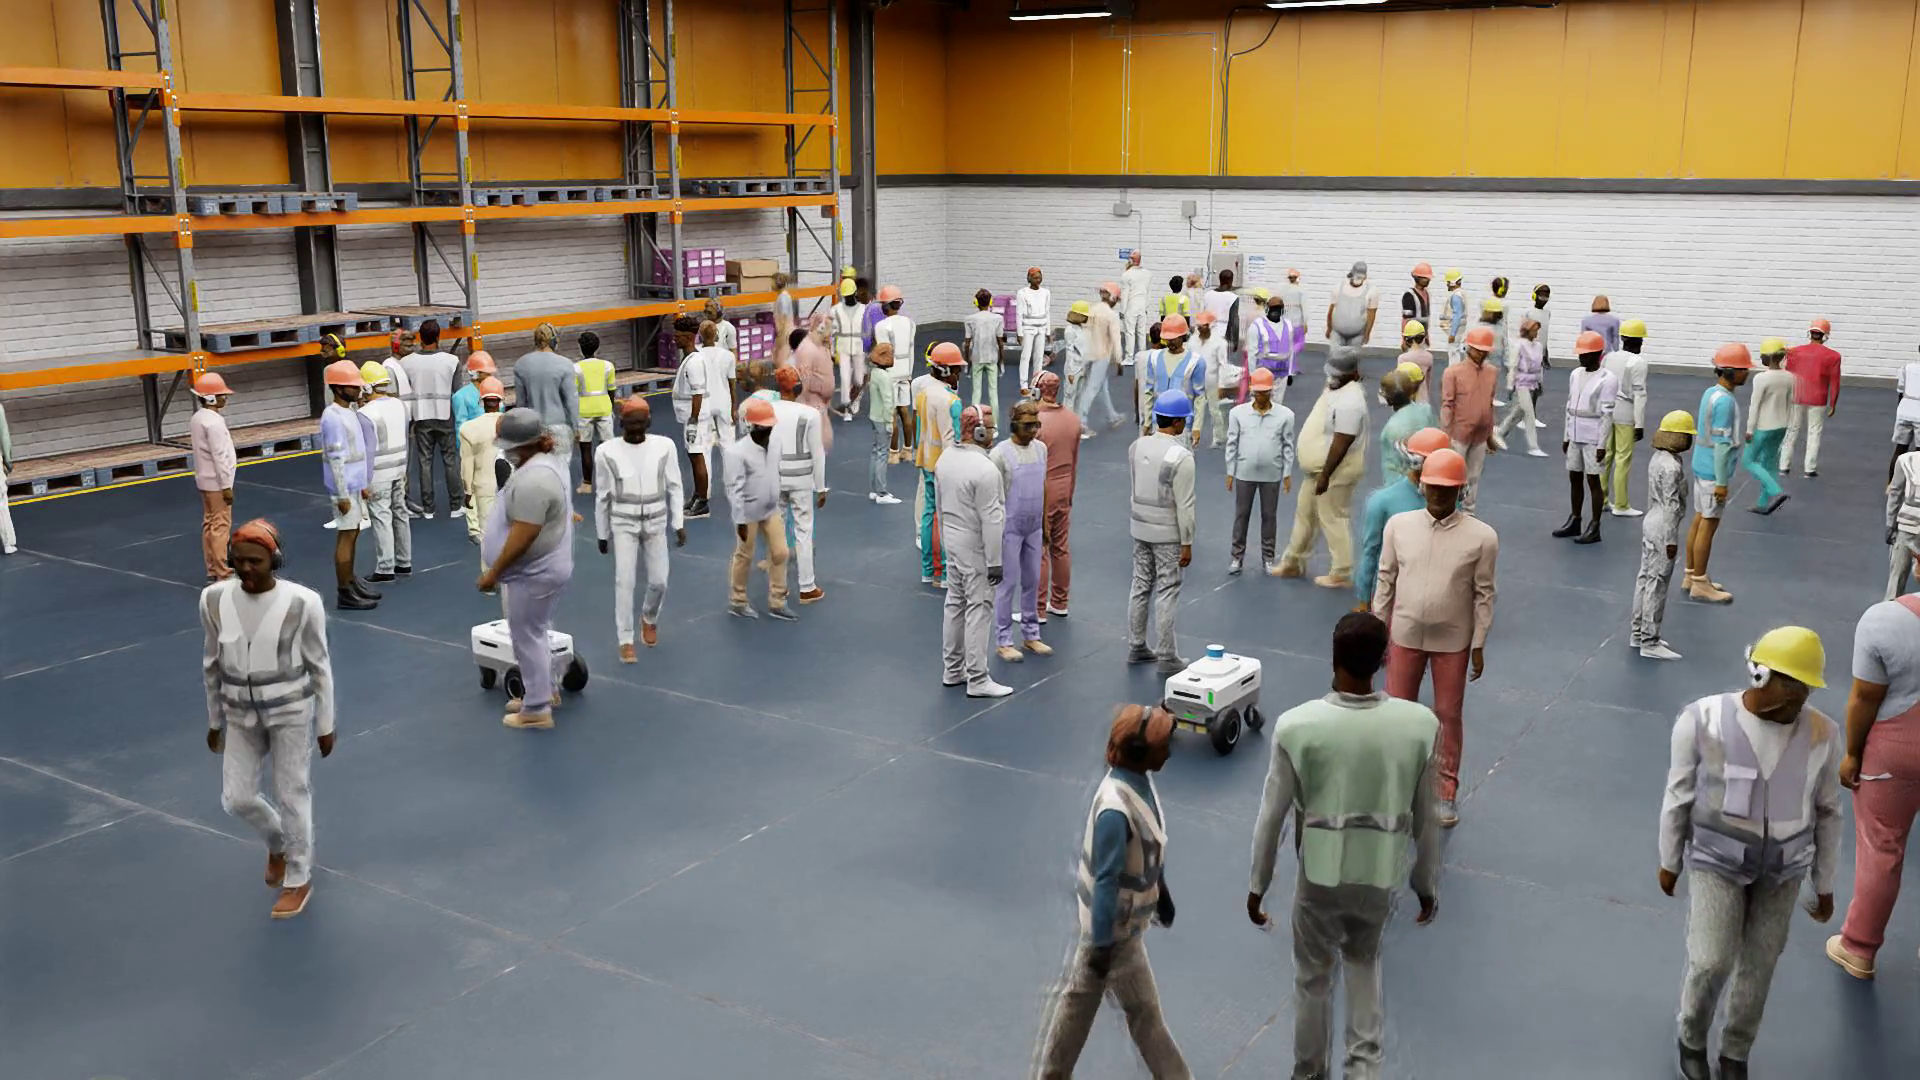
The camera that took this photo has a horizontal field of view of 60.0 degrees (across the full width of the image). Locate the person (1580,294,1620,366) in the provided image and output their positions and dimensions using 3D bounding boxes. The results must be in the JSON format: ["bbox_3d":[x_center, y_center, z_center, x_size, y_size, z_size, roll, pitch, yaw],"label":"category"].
[{"bbox_3d":[8.731,-2.548,22.755,0.522,1.618,0.504,6,14,25],"label":"person"}]

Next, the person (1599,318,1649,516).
[{"bbox_3d":[6.473,-1.197,16.247,0.384,1.928,0.589,-4,14,-18],"label":"person"}]

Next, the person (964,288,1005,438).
[{"bbox_3d":[0.303,-2.198,20.748,0.509,1.860,0.335,0,13,-2],"label":"person"}]

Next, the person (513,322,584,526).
[{"bbox_3d":[-3.875,-1.083,15.728,0.635,1.939,0.361,3,13,15],"label":"person"}]

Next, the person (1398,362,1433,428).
[{"bbox_3d":[3.823,-0.645,14.232,0.345,1.758,0.532,-4,13,-15],"label":"person"}]

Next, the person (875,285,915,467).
[{"bbox_3d":[-0.774,-1.856,18.854,0.391,2.040,0.615,10,16,36],"label":"person"}]

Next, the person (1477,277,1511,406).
[{"bbox_3d":[7.370,-2.738,23.158,0.648,1.828,0.596,-10,17,-38],"label":"person"}]

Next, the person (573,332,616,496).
[{"bbox_3d":[-3.806,-1.304,17.217,0.538,1.696,0.317,-9,16,-35],"label":"person"}]

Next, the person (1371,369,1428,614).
[{"bbox_3d":[3.360,-0.328,12.499,0.512,1.918,0.658,8,15,30],"label":"person"}]

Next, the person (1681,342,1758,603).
[{"bbox_3d":[5.992,-0.538,13.134,0.395,2.044,0.609,3,13,14],"label":"person"}]

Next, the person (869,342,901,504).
[{"bbox_3d":[-0.776,-1.189,16.855,0.264,1.632,0.508,-4,14,-17],"label":"person"}]

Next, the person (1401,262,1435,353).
[{"bbox_3d":[6.373,-2.841,23.148,0.405,2.033,0.621,11,17,38],"label":"person"}]

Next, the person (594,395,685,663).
[{"bbox_3d":[-2.244,-0.092,11.603,0.594,1.869,0.523,-5,14,-20],"label":"person"}]

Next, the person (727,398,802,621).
[{"bbox_3d":[-1.493,-0.220,12.454,0.696,1.712,0.580,11,17,39],"label":"person"}]

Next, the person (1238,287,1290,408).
[{"bbox_3d":[4.106,-2.543,22.519,0.842,1.721,0.543,-7,15,-29],"label":"person"}]

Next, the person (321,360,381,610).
[{"bbox_3d":[-4.721,-0.429,12.896,0.373,1.934,0.551,-2,13,-9],"label":"person"}]

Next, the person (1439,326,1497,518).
[{"bbox_3d":[4.587,-0.935,14.983,0.609,1.986,0.391,-6,14,-25],"label":"person"}]

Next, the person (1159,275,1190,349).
[{"bbox_3d":[3.277,-3.173,25.318,0.530,1.697,0.321,10,16,36],"label":"person"}]

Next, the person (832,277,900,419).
[{"bbox_3d":[-1.219,-2.533,22.107,1.099,1.881,0.615,-8,15,-30],"label":"person"}]

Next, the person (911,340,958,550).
[{"bbox_3d":[-0.199,-0.842,14.822,0.516,1.877,0.329,-9,16,-35],"label":"person"}]

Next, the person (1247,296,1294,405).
[{"bbox_3d":[3.722,-1.989,19.880,0.624,1.841,0.430,-6,14,-23],"label":"person"}]

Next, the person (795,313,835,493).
[{"bbox_3d":[-1.480,-1.419,17.332,0.467,1.873,0.701,2,13,11],"label":"person"}]

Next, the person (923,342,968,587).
[{"bbox_3d":[-0.126,-0.616,13.575,0.386,1.992,0.624,-3,13,-15],"label":"person"}]

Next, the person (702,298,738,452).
[{"bbox_3d":[-2.874,-1.956,19.733,0.520,1.838,0.331,8,15,30],"label":"person"}]

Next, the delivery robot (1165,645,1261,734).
[{"bbox_3d":[1.535,0.876,10.056,0.477,0.478,0.707,9,16,34],"label":"delivery robot"}]

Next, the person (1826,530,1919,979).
[{"bbox_3d":[4.054,0.869,7.037,0.682,2.000,0.537,2,13,8],"label":"person"}]

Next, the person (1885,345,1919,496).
[{"bbox_3d":[9.771,-1.236,16.946,0.320,1.686,0.538,-5,14,-22],"label":"person"}]

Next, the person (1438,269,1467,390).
[{"bbox_3d":[7.392,-3.152,24.961,0.404,1.821,0.589,4,14,18],"label":"person"}]

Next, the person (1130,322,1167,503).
[{"bbox_3d":[1.942,-1.258,16.676,0.323,1.855,0.531,-12,17,-41],"label":"person"}]

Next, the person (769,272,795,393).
[{"bbox_3d":[-2.597,-2.967,24.153,0.393,1.833,0.504,-2,13,-9],"label":"person"}]

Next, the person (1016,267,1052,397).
[{"bbox_3d":[1.081,-3.037,24.325,0.576,1.883,0.354,-8,15,-30],"label":"person"}]

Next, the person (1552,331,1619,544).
[{"bbox_3d":[5.668,-0.933,15.104,0.381,1.928,0.546,-5,14,-21],"label":"person"}]

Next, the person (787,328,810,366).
[{"bbox_3d":[-1.719,-1.404,17.673,0.324,1.687,0.539,-1,13,-4],"label":"person"}]

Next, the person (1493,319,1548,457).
[{"bbox_3d":[6.646,-1.820,19.651,0.523,1.606,0.808,-10,16,-36],"label":"person"}]

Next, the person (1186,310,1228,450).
[{"bbox_3d":[2.904,-1.868,19.651,0.581,1.708,0.888,9,16,33],"label":"person"}]

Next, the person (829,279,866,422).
[{"bbox_3d":[-1.444,-2.547,22.174,0.604,1.891,0.656,-1,13,-4],"label":"person"}]

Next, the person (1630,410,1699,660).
[{"bbox_3d":[4.943,-0.043,11.650,0.289,1.742,0.491,2,13,8],"label":"person"}]

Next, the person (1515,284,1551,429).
[{"bbox_3d":[7.429,-2.369,21.470,0.521,1.865,0.328,-7,15,-29],"label":"person"}]

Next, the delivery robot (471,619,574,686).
[{"bbox_3d":[-2.860,0.693,10.849,0.707,0.478,0.477,10,16,36],"label":"delivery robot"}]
